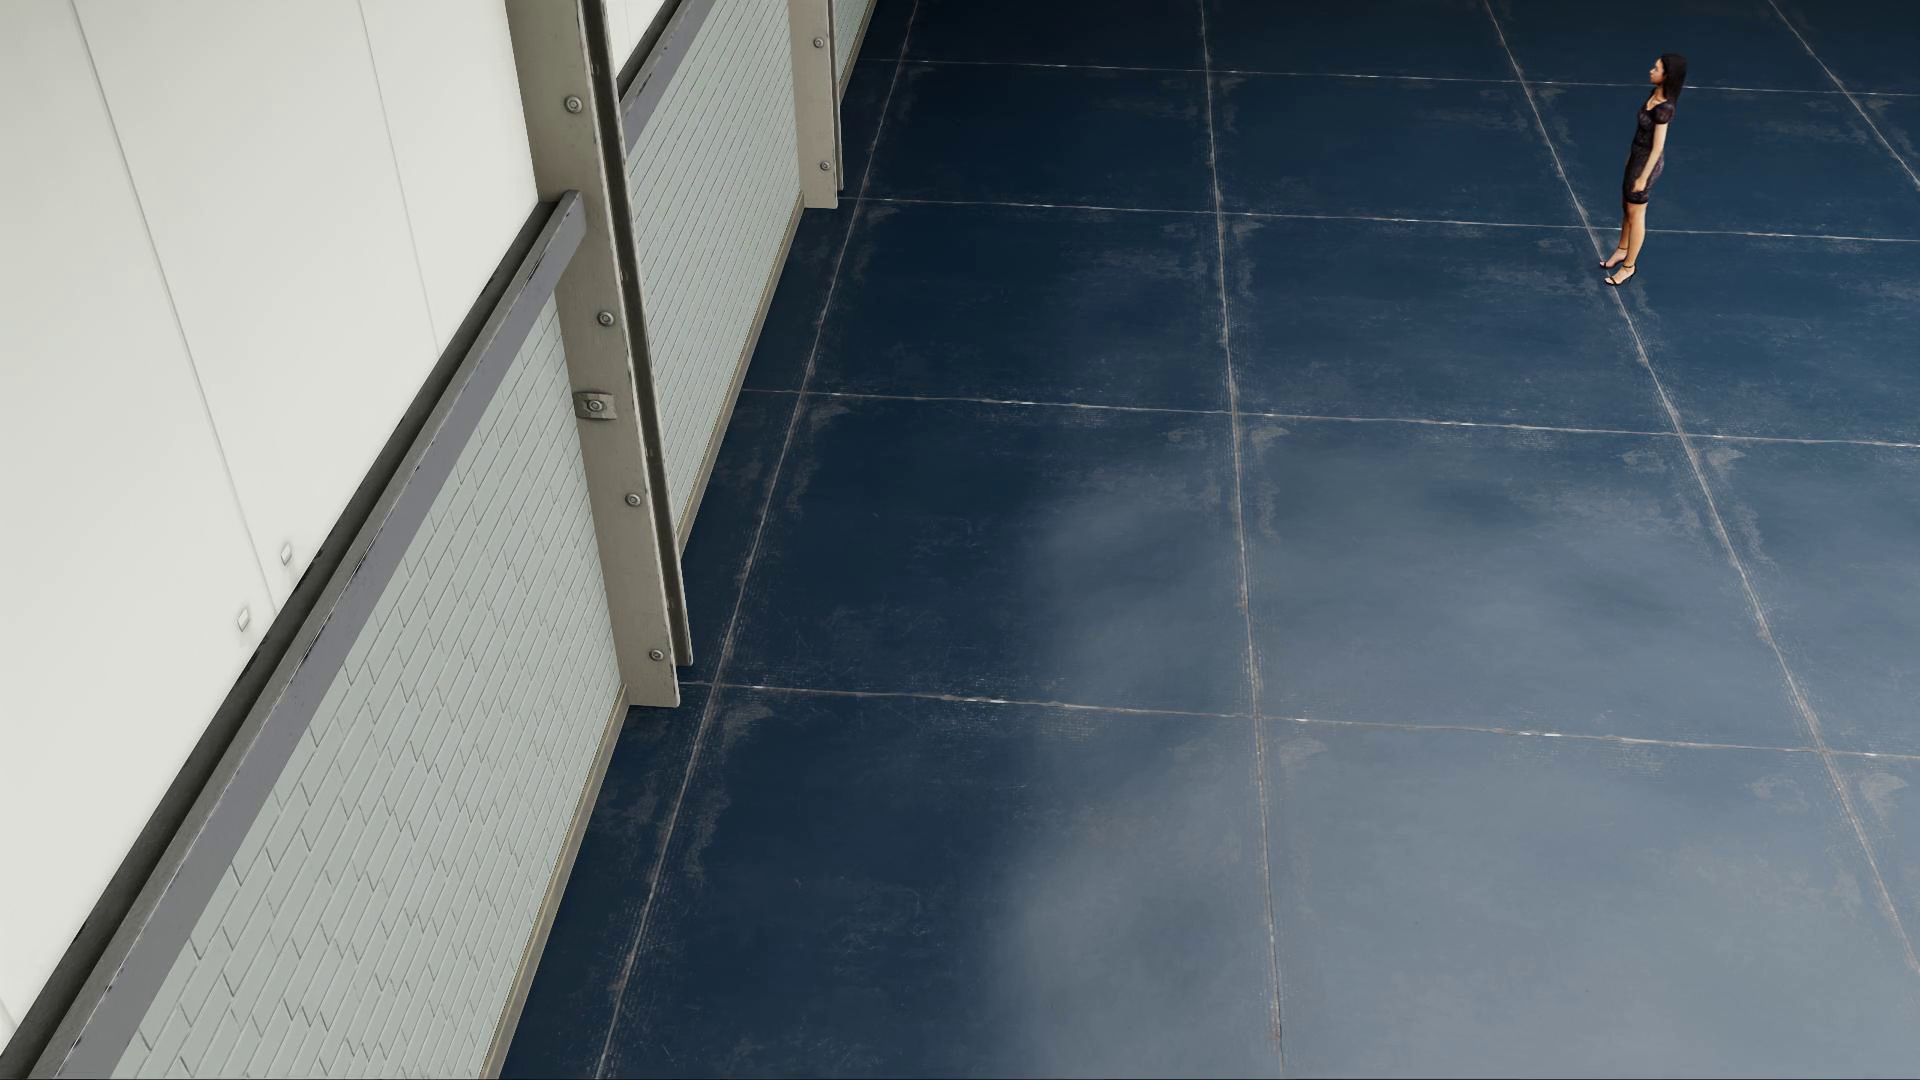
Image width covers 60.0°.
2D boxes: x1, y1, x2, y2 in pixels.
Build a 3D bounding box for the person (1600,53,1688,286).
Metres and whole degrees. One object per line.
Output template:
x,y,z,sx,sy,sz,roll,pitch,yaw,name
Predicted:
5.086,-2.755,12.383,0.676,1.791,0.446,6,38,8,person
